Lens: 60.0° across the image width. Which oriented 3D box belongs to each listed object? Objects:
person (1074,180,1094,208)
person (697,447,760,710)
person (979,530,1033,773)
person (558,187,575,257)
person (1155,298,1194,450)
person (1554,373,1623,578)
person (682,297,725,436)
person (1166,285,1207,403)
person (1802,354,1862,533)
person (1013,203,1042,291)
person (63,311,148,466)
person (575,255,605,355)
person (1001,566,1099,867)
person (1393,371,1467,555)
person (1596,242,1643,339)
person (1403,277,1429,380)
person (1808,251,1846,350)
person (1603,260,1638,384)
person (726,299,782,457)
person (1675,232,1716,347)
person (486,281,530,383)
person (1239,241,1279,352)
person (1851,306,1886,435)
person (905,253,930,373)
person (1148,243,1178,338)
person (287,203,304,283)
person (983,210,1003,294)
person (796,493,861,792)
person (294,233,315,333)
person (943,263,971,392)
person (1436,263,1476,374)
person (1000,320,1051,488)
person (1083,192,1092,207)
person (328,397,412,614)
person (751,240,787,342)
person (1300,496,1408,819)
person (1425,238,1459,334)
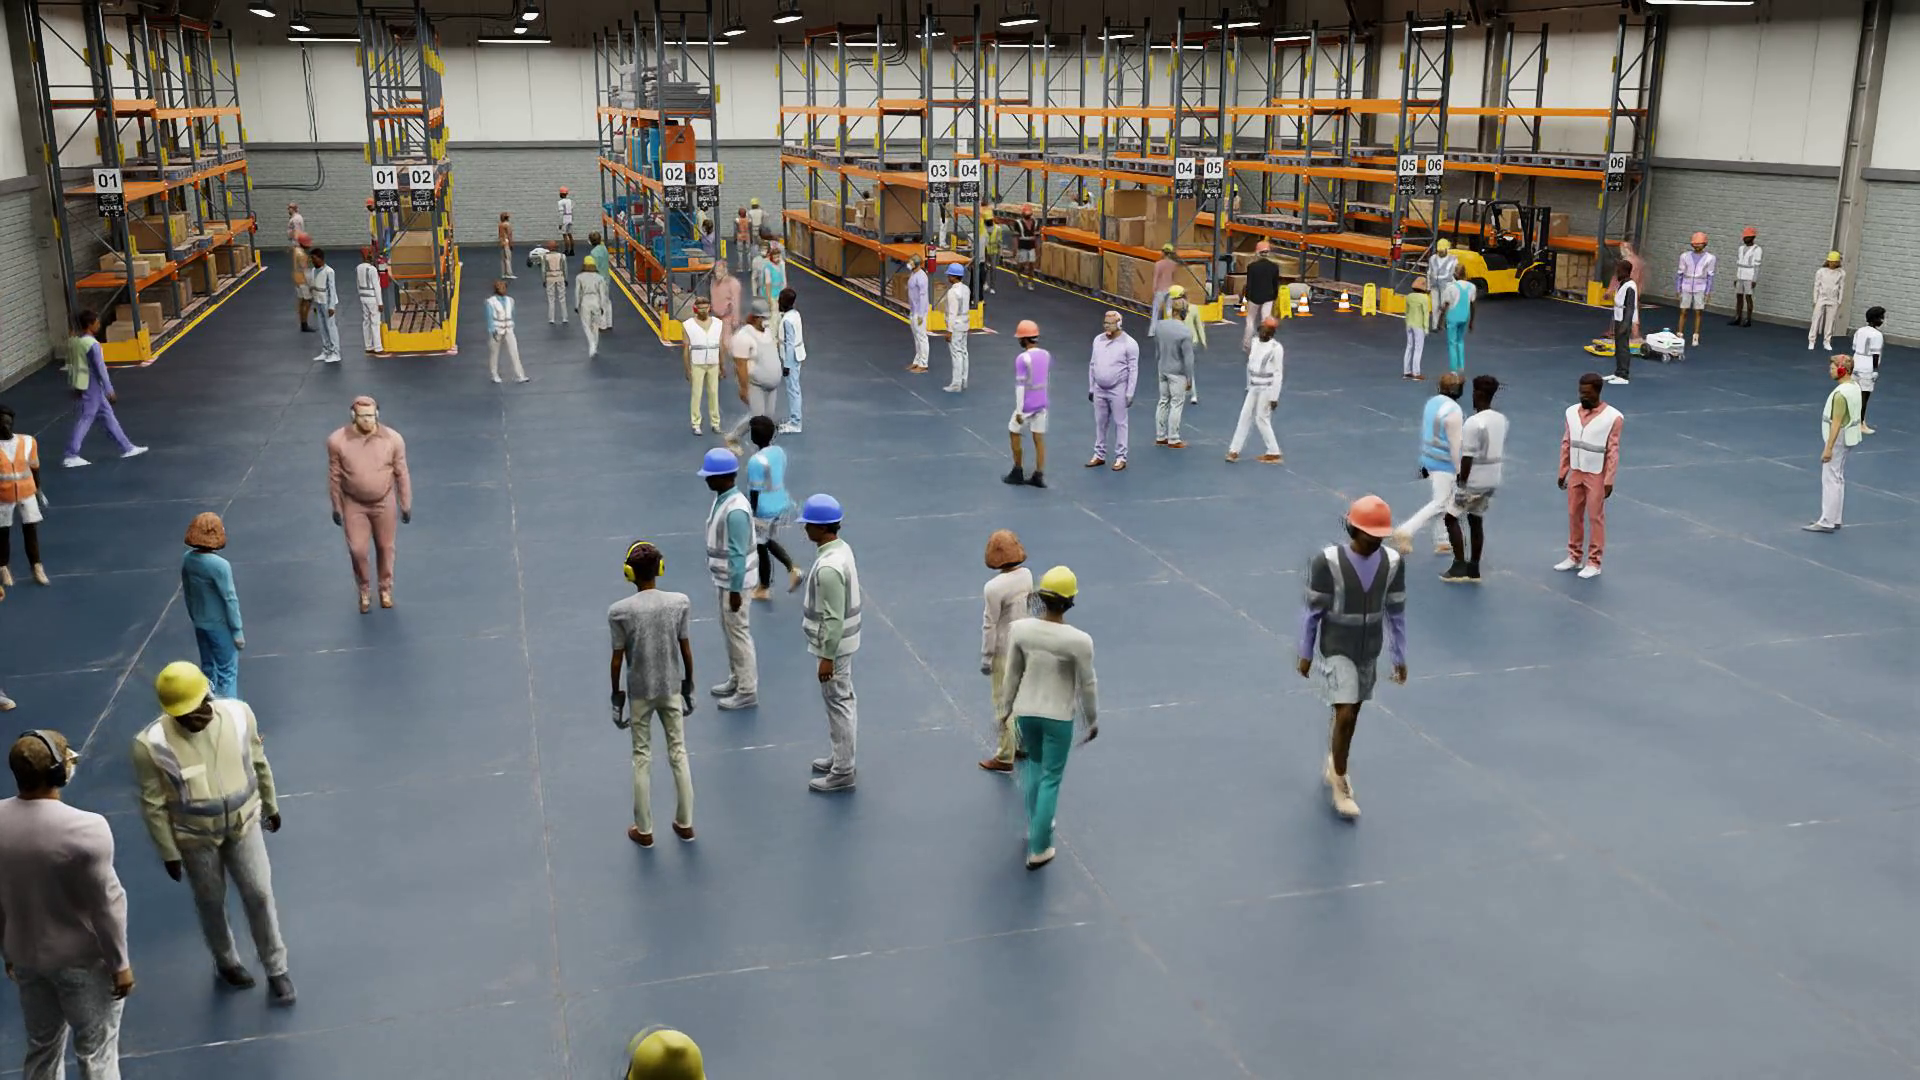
[{"bbox_3d":[3.765,-10.014,50.815,0.632,1.943,0.439,1,15,4],"label":"person"},{"bbox_3d":[-1.679,0.273,12.120,0.422,1.937,0.612,-5,16,-17],"label":"person"},{"bbox_3d":[0.310,0.730,10.990,0.285,1.625,0.496,10,18,33],"label":"person"},{"bbox_3d":[-11.133,-8.973,46.903,0.361,1.935,0.552,7,16,25],"label":"person"},{"bbox_3d":[2.713,-2.096,21.049,0.382,1.928,0.639,-11,19,-36],"label":"person"},{"bbox_3d":[5.862,-0.617,15.521,0.405,1.906,0.604,-9,17,-31],"label":"person"},{"bbox_3d":[-3.393,-2.306,22.017,0.560,1.837,0.390,-9,17,-29],"label":"person"},{"bbox_3d":[3.296,-2.882,24.430,0.580,1.693,0.901,-6,16,-23],"label":"person"},{"bbox_3d":[8.996,-0.981,17.036,0.399,1.832,0.573,11,19,36],"label":"person"},{"bbox_3d":[1.549,-6.755,38.388,0.648,2.020,0.536,-5,16,-18],"label":"person"},{"bbox_3d":[-10.556,-1.858,20.282,1.025,1.865,0.618,-14,21,-43],"label":"person"},{"bbox_3d":[-6.401,-4.070,28.857,0.498,1.721,0.684,-6,16,-23],"label":"person"},{"bbox_3d":[0.540,0.999,9.716,0.568,1.742,0.701,8,17,27],"label":"person"},{"bbox_3d":[4.581,-0.724,16.096,0.742,1.823,0.630,-1,15,-4],"label":"person"},{"bbox_3d":[12.027,-4.464,30.112,0.631,1.848,0.964,-14,20,-42],"label":"person"},{"bbox_3d":[7.241,-3.357,26.371,0.288,1.627,0.506,-7,16,-25],"label":"person"},{"bbox_3d":[15.371,-4.236,29.454,0.487,1.741,0.313,4,15,15],"label":"person"},{"bbox_3d":[10.371,-3.401,25.975,0.371,1.915,0.597,2,15,9],"label":"person"},{"bbox_3d":[-2.478,-1.953,20.287,0.651,2.000,0.680,8,17,27],"label":"person"},{"bbox_3d":[13.169,-4.495,29.849,0.608,2.044,0.371,9,17,29],"label":"person"},{"bbox_3d":[-7.082,-3.217,25.863,0.833,1.603,0.511,14,20,43],"label":"person"},{"bbox_3d":[5.200,-4.200,28.903,0.659,1.948,0.968,-3,15,-10],"label":"person"},{"bbox_3d":[12.033,-2.260,22.105,0.322,1.693,0.535,0,15,0],"label":"person"},{"bbox_3d":[-0.684,-3.681,26.982,0.379,1.940,0.629,-3,15,-12],"label":"person"},{"bbox_3d":[3.798,-4.647,31.007,0.572,1.741,0.351,-7,17,-26],"label":"person"},{"bbox_3d":[-16.078,-7.199,40.290,0.401,1.904,0.649,-4,15,-15],"label":"person"},{"bbox_3d":[0.673,-6.584,37.965,0.610,1.906,0.536,-1,15,-2],"label":"person"},{"bbox_3d":[-0.831,0.653,10.656,0.405,1.946,0.609,0,15,1],"label":"person"},{"bbox_3d":[-12.524,-4.925,31.787,0.372,1.888,0.700,-9,17,-30],"label":"person"},{"bbox_3d":[-0.044,-3.224,25.240,0.377,1.950,0.611,6,16,21],"label":"person"},{"bbox_3d":[7.875,-3.474,26.430,0.513,1.819,0.474,-3,15,-13],"label":"person"},{"bbox_3d":[0.764,-1.562,19.050,0.581,1.917,0.614,-13,19,-39],"label":"person"},{"bbox_3d":[3.485,-8.650,45.843,0.339,1.861,0.566,-4,15,-15],"label":"person"},{"bbox_3d":[-5.068,-0.299,14.346,0.670,1.885,0.601,-5,16,-19],"label":"person"},{"bbox_3d":[-3.395,-4.397,29.716,0.716,1.931,0.406,5,16,17],"label":"person"},{"bbox_3d":[2.491,0.718,10.285,0.630,2.006,0.840,-4,15,-13],"label":"person"},{"bbox_3d":[9.083,-4.784,31.381,0.578,1.810,0.455,11,18,36],"label":"person"}]
